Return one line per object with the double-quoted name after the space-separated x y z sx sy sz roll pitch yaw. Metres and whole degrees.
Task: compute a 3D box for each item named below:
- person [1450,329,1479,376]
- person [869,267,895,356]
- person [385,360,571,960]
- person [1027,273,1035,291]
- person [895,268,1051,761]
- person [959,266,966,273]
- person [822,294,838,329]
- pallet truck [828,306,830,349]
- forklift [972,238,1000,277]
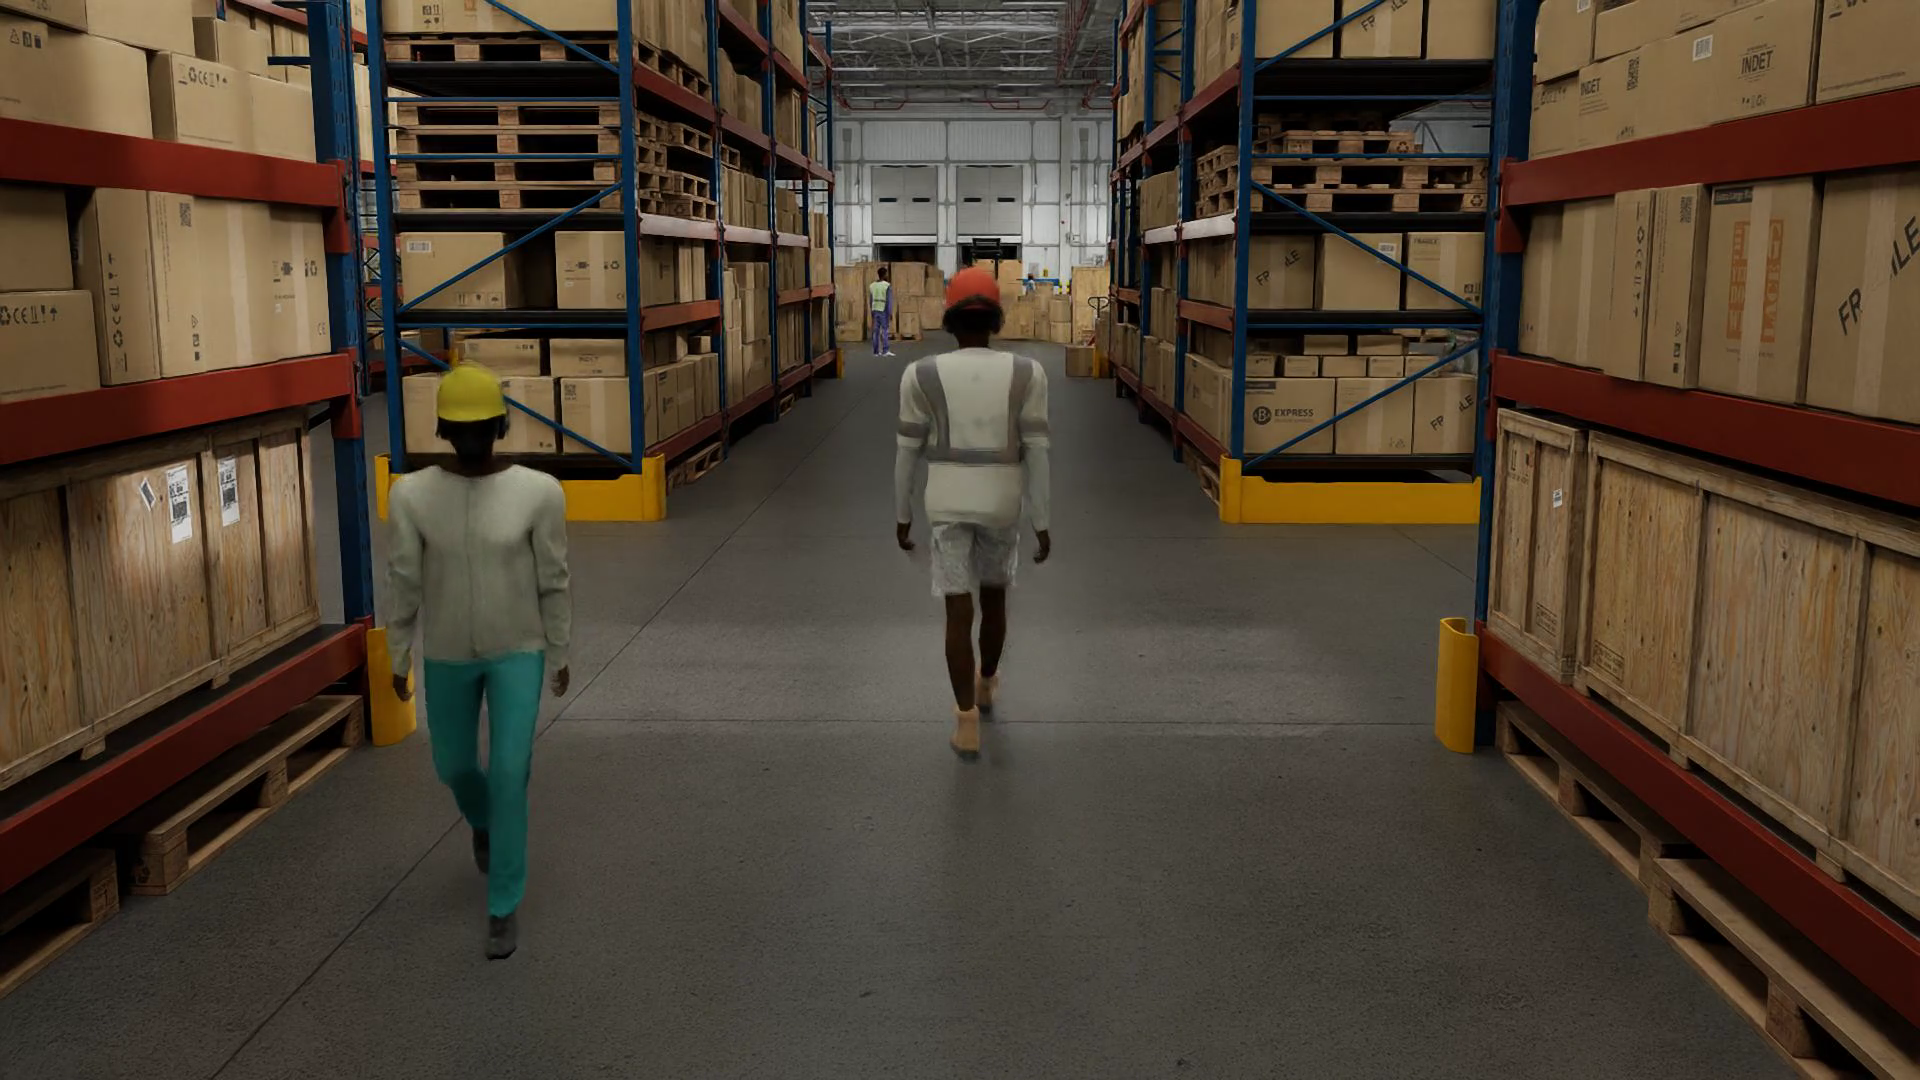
7.189 -2.690 23.538 0.517 1.591 0.872 1 10 9 "person"
-1.705 -4.920 35.920 0.590 1.917 0.397 7 12 36 "person"
-1.445 0.315 5.067 0.535 1.746 0.728 -1 10 -7 "person"
2.538 -8.719 59.502 0.311 1.638 0.523 2 10 9 "person"
0.041 -0.143 7.074 0.634 1.987 1.045 -1 10 -6 "person"
0.059 -8.300 56.186 0.779 1.913 0.646 -2 10 -12 "person"
-2.639 -4.136 31.268 0.990 1.899 0.676 5 11 26 "person"
-3.100 -3.940 29.800 1.885 1.965 0.823 3 10 19 "pallet truck"
0.870 -8.589 55.008 1.129 2.768 1.873 0 9 1 "forklift"
